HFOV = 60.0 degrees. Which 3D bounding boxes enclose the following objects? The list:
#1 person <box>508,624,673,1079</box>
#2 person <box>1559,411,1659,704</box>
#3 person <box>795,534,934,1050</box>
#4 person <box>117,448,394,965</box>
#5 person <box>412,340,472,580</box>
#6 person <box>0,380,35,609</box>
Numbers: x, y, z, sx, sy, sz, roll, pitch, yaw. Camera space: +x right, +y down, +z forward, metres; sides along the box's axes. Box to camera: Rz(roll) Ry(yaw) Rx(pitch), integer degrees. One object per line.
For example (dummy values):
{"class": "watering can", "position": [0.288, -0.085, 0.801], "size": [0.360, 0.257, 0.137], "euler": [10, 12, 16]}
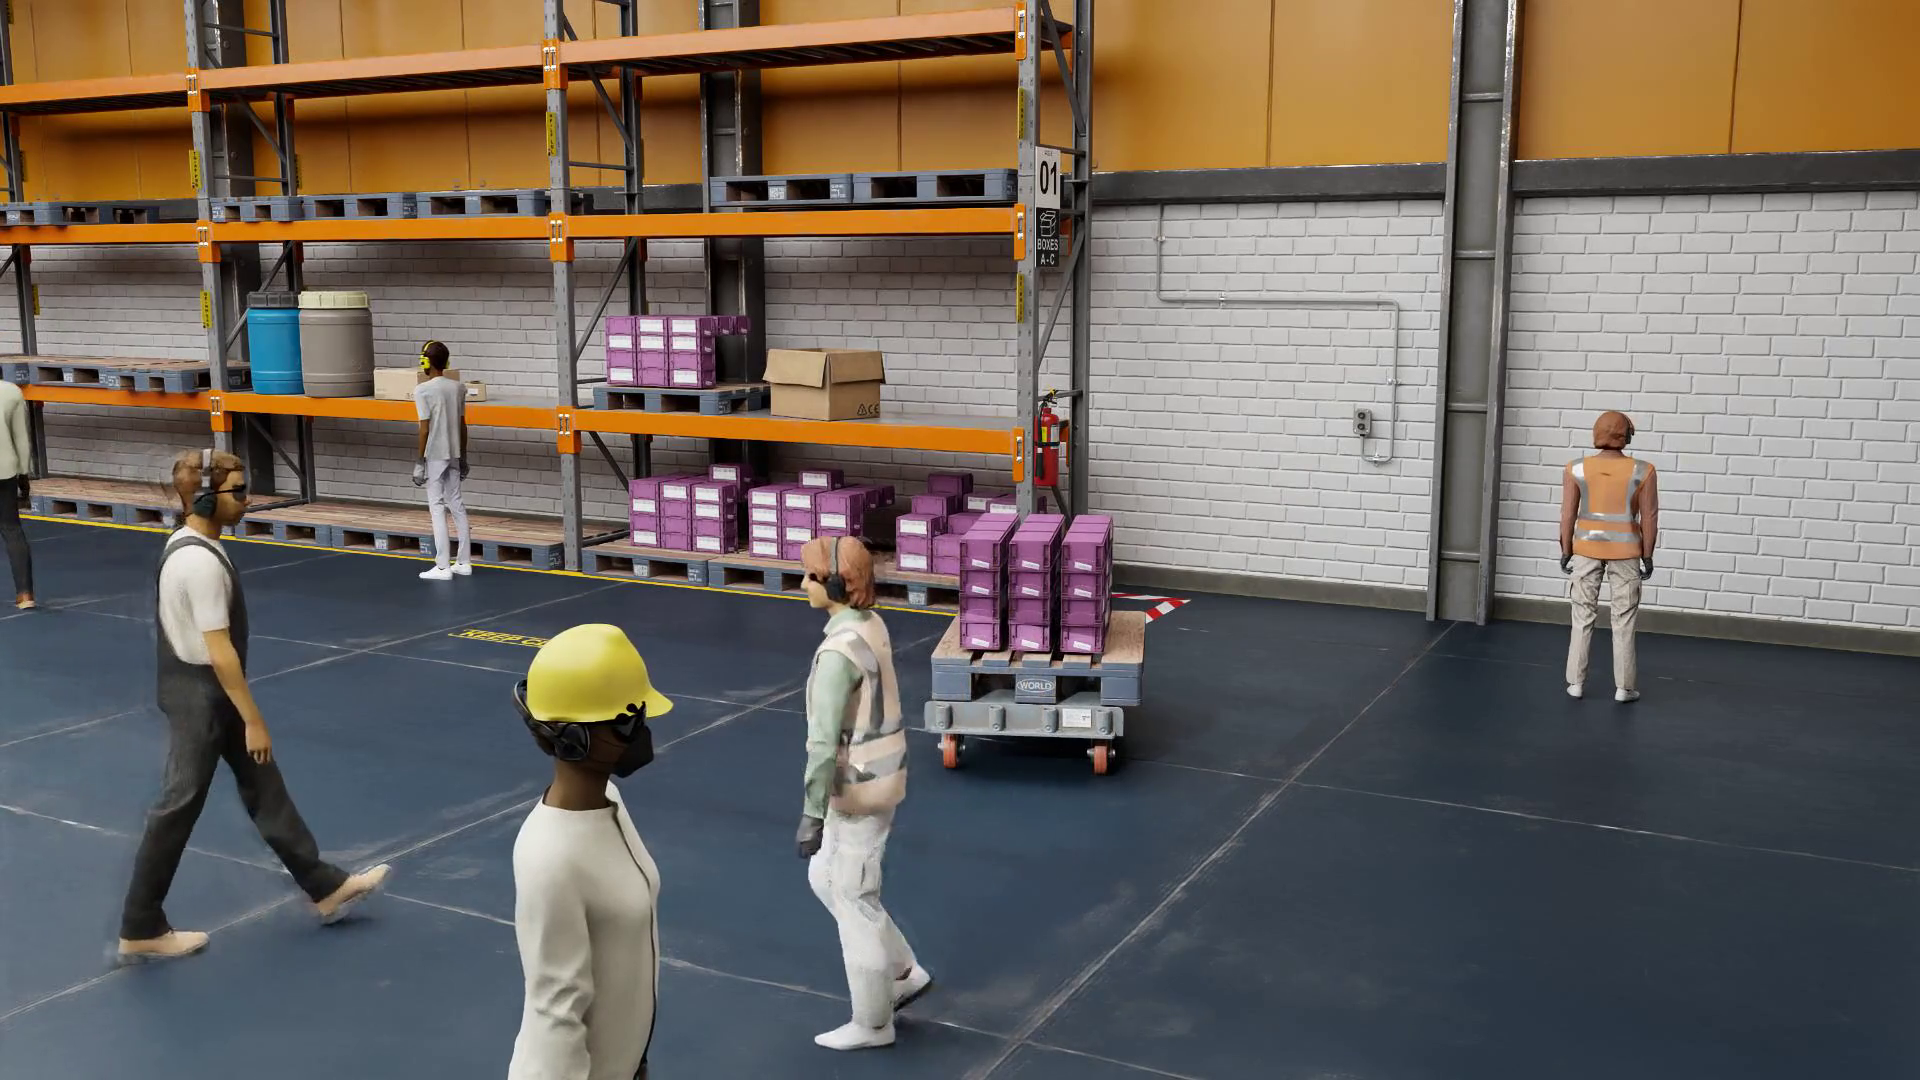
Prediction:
{"class": "person", "position": [-0.684, 1.027, 3.156], "size": [0.315, 1.769, 0.523], "euler": [0, 9, -3]}
{"class": "person", "position": [3.608, 0.098, 9.282], "size": [0.514, 1.640, 0.310], "euler": [5, 10, 28]}
{"class": "person", "position": [-0.334, 0.786, 5.097], "size": [0.355, 1.622, 0.528], "euler": [0, 9, 3]}
{"class": "person", "position": [-2.537, 0.576, 5.846], "size": [0.966, 1.791, 0.538], "euler": [-4, 10, -24]}
{"class": "person", "position": [-4.064, -0.622, 13.015], "size": [0.310, 1.869, 0.531], "euler": [5, 11, 29]}
{"class": "person", "position": [-6.888, -0.474, 11.725], "size": [0.398, 1.993, 0.623], "euler": [7, 12, 37]}
